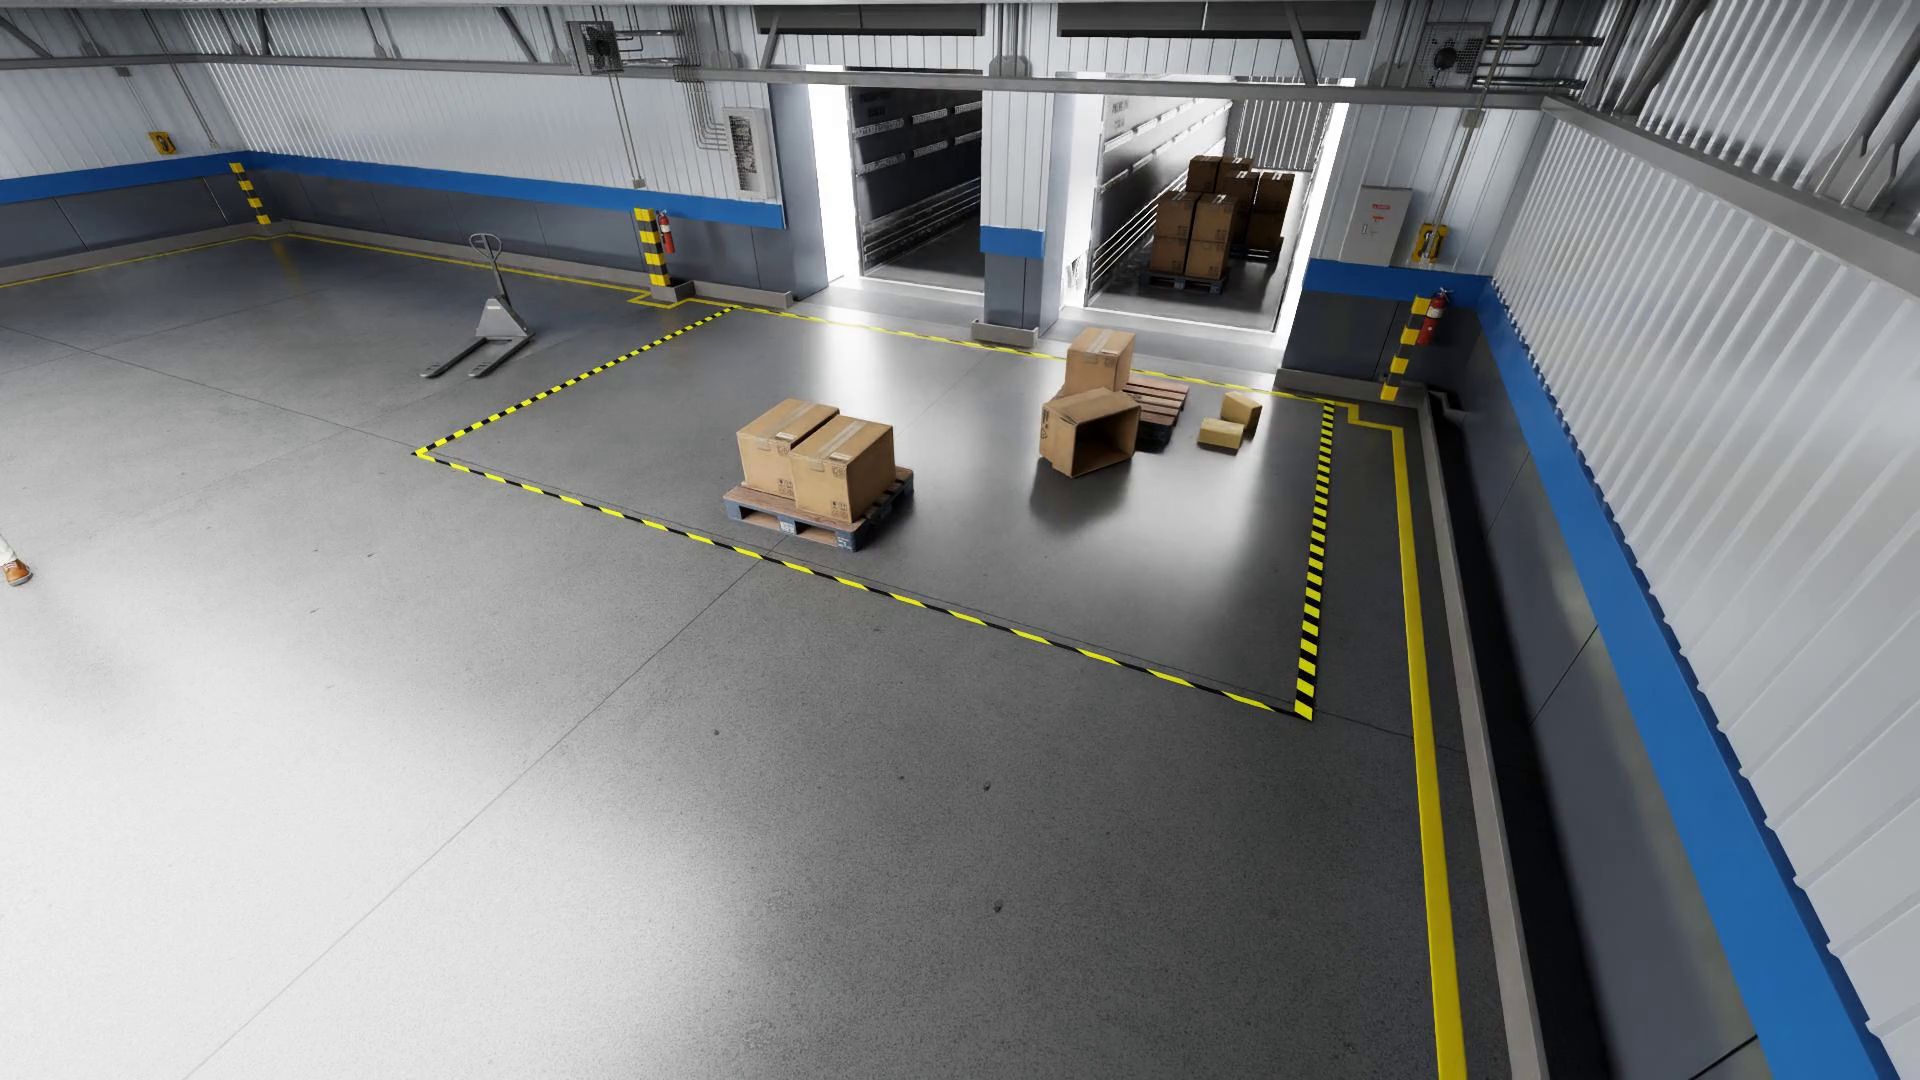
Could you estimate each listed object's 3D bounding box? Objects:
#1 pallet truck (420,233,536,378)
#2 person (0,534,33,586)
[{"bbox_3d":[-5.664,-2.712,8.427,0.680,1.201,1.601,0,35,-1],"label":"pallet truck"},{"bbox_3d":[-6.884,-0.466,4.663,0.615,1.945,0.394,-27,44,-33],"label":"person"}]
